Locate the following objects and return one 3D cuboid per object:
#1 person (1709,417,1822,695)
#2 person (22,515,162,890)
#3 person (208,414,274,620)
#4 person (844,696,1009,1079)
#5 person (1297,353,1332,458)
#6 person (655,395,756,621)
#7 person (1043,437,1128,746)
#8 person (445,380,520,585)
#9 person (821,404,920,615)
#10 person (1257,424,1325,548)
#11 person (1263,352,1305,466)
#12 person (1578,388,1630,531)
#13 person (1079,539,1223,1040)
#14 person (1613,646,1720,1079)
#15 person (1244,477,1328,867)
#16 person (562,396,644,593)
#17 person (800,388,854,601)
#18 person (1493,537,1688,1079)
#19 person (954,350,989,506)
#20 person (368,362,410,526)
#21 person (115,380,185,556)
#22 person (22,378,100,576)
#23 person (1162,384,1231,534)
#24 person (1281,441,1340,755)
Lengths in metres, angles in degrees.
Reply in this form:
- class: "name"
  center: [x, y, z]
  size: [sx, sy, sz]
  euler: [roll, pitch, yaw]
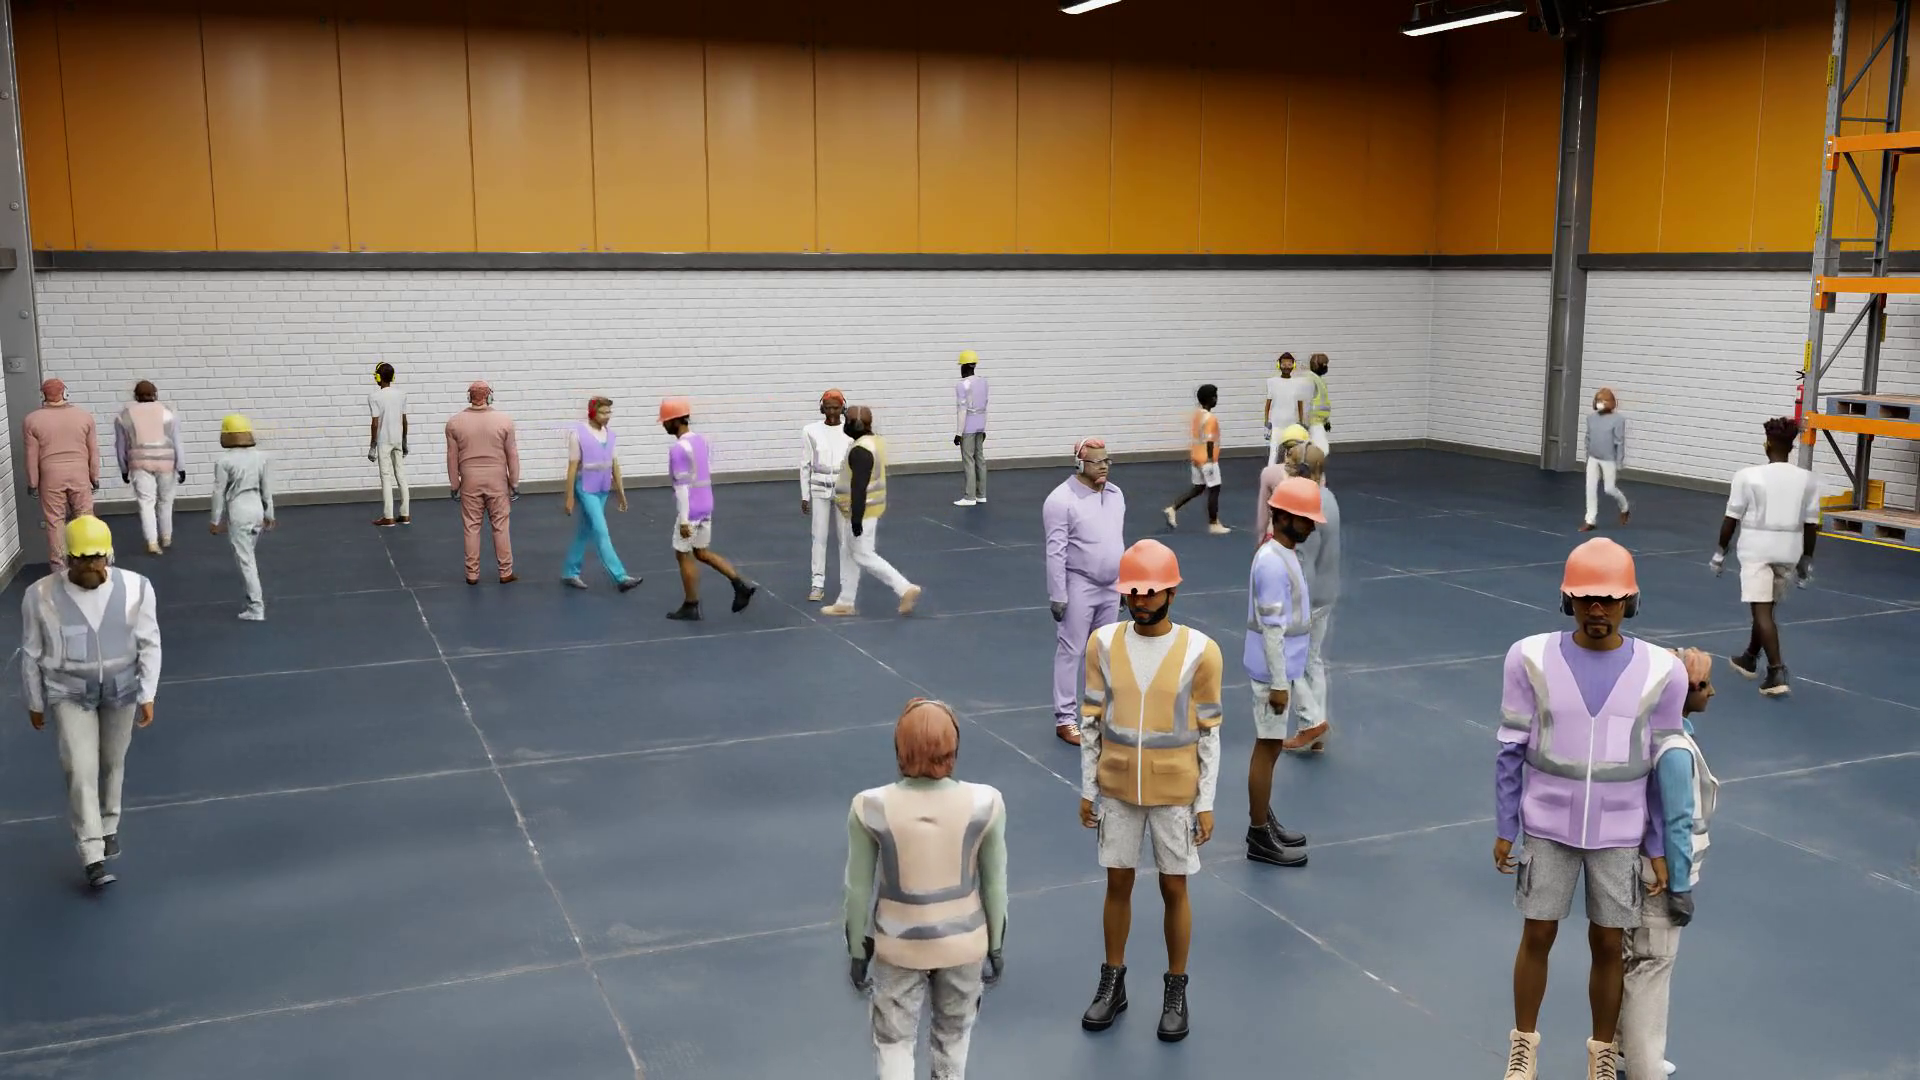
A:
- class: "person"
  center: [5.659, 0.098, 11.634]
  size: [0.621, 1.925, 0.997]
  euler: [0, 9, -2]
- class: "person"
  center: [-4.164, 0.759, 8.040]
  size: [0.581, 1.775, 0.931]
  euler: [-7, 12, -37]
- class: "person"
  center: [-6.065, -0.193, 13.960]
  size: [0.575, 1.725, 0.501]
  euler: [4, 10, 23]
- class: "person"
  center: [-0.098, 1.304, 5.205]
  size: [0.519, 1.625, 0.568]
  euler: [-1, 9, -4]
- class: "person"
  center: [4.672, -1.544, 21.880]
  size: [0.452, 1.824, 0.641]
  euler: [3, 10, 17]
- class: "person"
  center: [-2.147, -0.247, 13.772]
  size: [0.708, 1.908, 0.563]
  euler: [3, 10, 16]
- class: "person"
  center: [0.817, 0.309, 10.374]
  size: [0.651, 1.907, 0.409]
  euler: [-8, 12, -41]
- class: "person"
  center: [-4.421, -0.533, 15.478]
  size: [0.651, 1.907, 0.409]
  euler: [-1, 9, -9]
- class: "person"
  center: [-0.760, -0.235, 13.959]
  size: [0.803, 1.818, 0.636]
  euler: [1, 9, 3]
- class: "person"
  center: [2.572, -0.042, 13.054]
  size: [0.527, 1.734, 0.832]
  euler: [4, 10, 22]
- class: "person"
  center: [4.103, -1.443, 21.089]
  size: [0.508, 1.876, 0.328]
  euler: [1, 9, 6]
- class: "person"
  center: [7.244, -0.899, 18.602]
  size: [0.632, 1.617, 0.508]
  euler: [-6, 11, -33]
- class: "person"
  center: [0.716, 0.952, 6.382]
  size: [0.551, 1.937, 0.357]
  euler: [3, 10, 19]
- class: "person"
  center: [2.483, 1.180, 5.897]
  size: [0.314, 1.642, 0.514]
  euler: [2, 10, 12]
- class: "person"
  center: [1.611, 0.643, 8.292]
  size: [0.381, 1.927, 0.542]
  euler: [2, 10, 14]
- class: "person"
  center: [-3.261, -0.405, 15.064]
  size: [0.999, 1.780, 0.584]
  euler: [4, 10, 25]
- class: "person"
  center: [-1.126, -0.394, 14.710]
  size: [0.576, 1.883, 0.355]
  euler: [0, 9, -2]
- class: "person"
  center: [2.168, 1.000, 5.778]
  size: [0.608, 2.044, 0.371]
  euler: [3, 10, 17]
- class: "person"
  center: [0.116, -1.381, 20.552]
  size: [0.382, 1.924, 0.594]
  euler: [7, 12, 35]
- class: "person"
  center: [-6.522, -1.090, 18.967]
  size: [0.328, 1.872, 0.513]
  euler: [6, 11, 33]
- class: "person"
  center: [-8.351, -0.754, 17.187]
  size: [0.626, 1.797, 0.983]
  euler: [-5, 11, -27]
- class: "person"
  center: [-8.513, -0.580, 15.783]
  size: [0.639, 1.902, 0.407]
  euler: [-7, 12, -38]
- class: "person"
  center: [2.629, -0.885, 18.318]
  size: [0.695, 1.676, 0.539]
  euler: [-2, 10, -11]
- class: "person"
  center: [2.048, 0.363, 9.995]
  size: [0.449, 1.919, 0.651]
  euler: [4, 10, 23]
